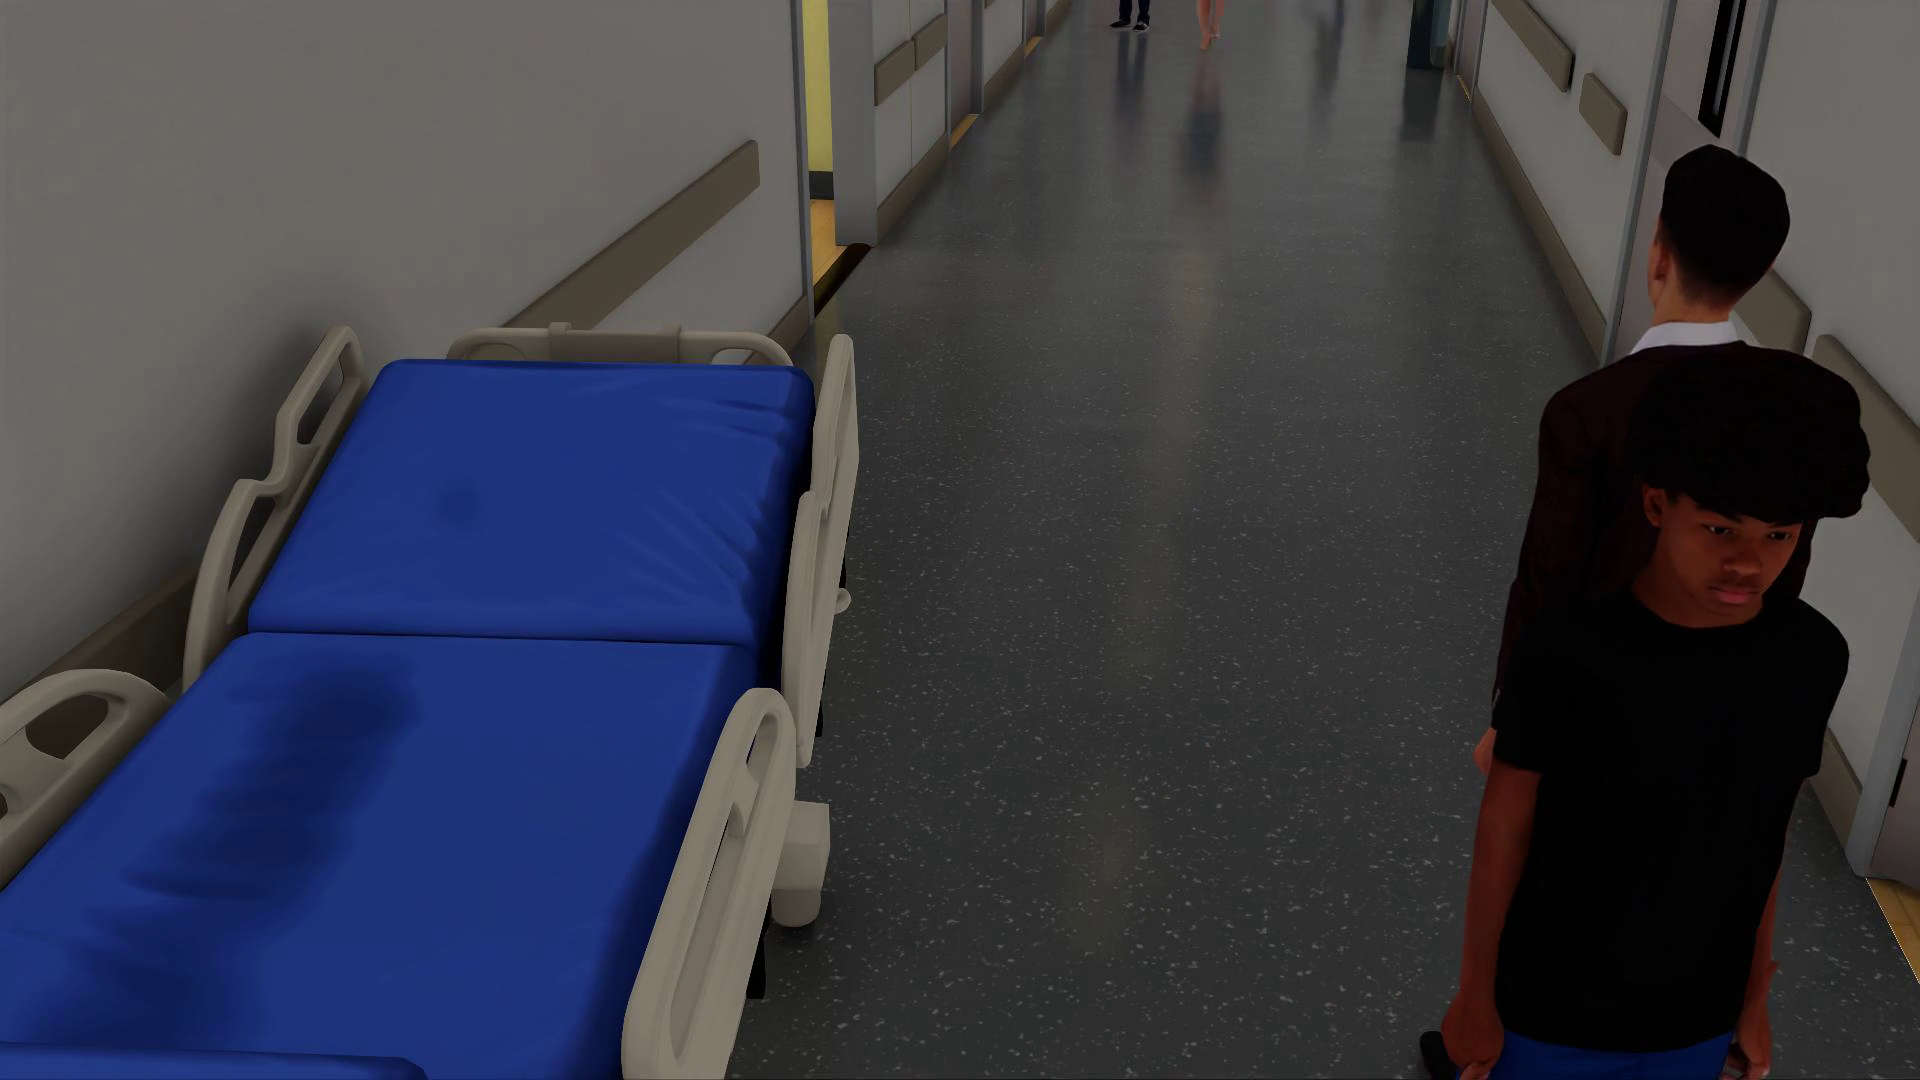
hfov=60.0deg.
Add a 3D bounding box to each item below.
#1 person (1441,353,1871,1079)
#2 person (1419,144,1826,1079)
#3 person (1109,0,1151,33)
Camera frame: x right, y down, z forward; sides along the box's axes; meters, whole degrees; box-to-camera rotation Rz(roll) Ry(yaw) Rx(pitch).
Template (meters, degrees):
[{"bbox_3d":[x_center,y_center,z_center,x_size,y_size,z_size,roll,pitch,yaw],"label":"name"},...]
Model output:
[{"bbox_3d":[0.888,0.581,2.292,0.576,1.792,0.719,-2,26,-4],"label":"person"},{"bbox_3d":[1.145,0.276,2.841,0.661,1.865,0.812,-4,26,-8],"label":"person"},{"bbox_3d":[1.601,-5.423,15.008,0.595,1.562,0.687,19,32,35],"label":"person"}]
